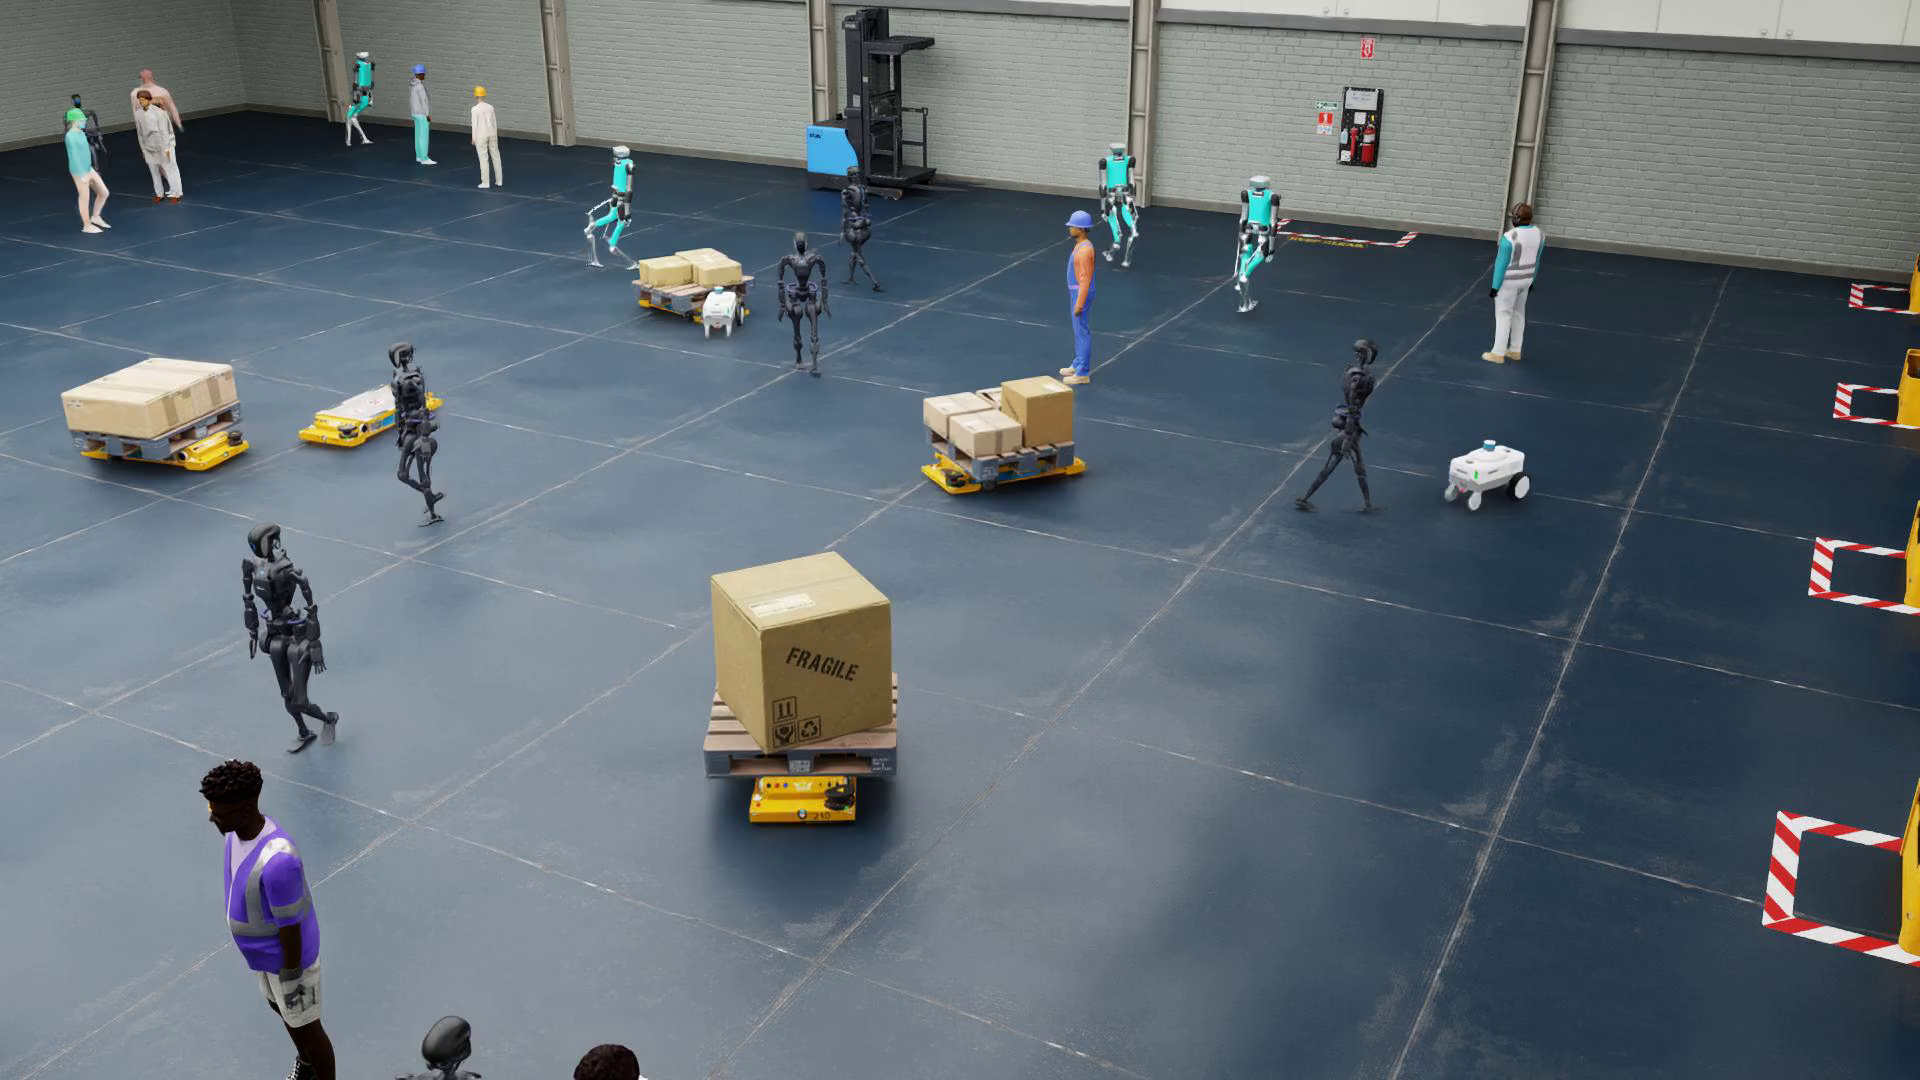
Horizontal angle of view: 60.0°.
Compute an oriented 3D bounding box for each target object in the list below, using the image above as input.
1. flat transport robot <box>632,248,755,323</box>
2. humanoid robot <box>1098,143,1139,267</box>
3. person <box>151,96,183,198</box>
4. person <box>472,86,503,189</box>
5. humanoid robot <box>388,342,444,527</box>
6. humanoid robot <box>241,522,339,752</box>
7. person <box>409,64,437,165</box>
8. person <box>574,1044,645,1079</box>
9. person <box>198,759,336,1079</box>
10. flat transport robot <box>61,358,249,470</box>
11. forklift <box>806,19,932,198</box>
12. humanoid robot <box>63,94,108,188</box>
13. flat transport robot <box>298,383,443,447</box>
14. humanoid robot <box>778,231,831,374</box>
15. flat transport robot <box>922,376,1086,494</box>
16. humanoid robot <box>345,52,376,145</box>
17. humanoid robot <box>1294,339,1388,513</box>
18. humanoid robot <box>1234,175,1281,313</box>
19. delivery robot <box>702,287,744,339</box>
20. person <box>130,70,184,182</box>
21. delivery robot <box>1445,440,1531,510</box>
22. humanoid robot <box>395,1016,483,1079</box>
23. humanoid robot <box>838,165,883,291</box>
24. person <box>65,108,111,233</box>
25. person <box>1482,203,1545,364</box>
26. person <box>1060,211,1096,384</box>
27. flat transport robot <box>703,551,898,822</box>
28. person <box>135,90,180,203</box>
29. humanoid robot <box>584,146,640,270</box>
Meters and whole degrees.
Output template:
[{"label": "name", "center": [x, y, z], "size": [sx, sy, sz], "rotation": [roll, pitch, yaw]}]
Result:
[{"label": "flat transport robot", "center": [-3.391, -3.013, 21.176], "size": [1.431, 0.231, 0.659], "rotation": [20, 30, 39]}, {"label": "humanoid robot", "center": [2.224, -4.543, 22.881], "size": [0.538, 1.722, 1.014], "rotation": [-6, 24, -13]}, {"label": "person", "center": [-13.187, -6.538, 27.643], "size": [0.307, 1.640, 0.513], "rotation": [-11, 26, -24]}, {"label": "person", "center": [-8.069, -6.842, 28.279], "size": [0.315, 1.698, 0.470], "rotation": [21, 31, 40]}, {"label": "humanoid robot", "center": [-4.747, -0.923, 14.526], "size": [0.350, 1.652, 0.612], "rotation": [-20, 30, -39]}, {"label": "humanoid robot", "center": [-4.411, 0.623, 10.926], "size": [0.609, 1.642, 0.375], "rotation": [8, 25, 18]}, {"label": "person", "center": [-9.819, -7.768, 30.362], "size": [0.388, 1.768, 0.543], "rotation": [-14, 27, -30]}, {"label": "person", "center": [-1.133, 2.601, 6.050], "size": [0.407, 1.904, 0.601], "rotation": [-6, 24, -13]}, {"label": "person", "center": [-3.159, 1.871, 7.678], "size": [0.371, 1.958, 0.596], "rotation": [-20, 30, -38]}, {"label": "flat transport robot", "center": [-7.822, -0.934, 16.336], "size": [1.431, 0.231, 0.659], "rotation": [7, 24, 15]}, {"label": "forklift", "center": [-1.573, -7.292, 27.850], "size": [1.873, 2.768, 1.129], "rotation": [12, 26, 25]}, {"label": "humanoid robot", "center": [-14.725, -6.684, 27.976], "size": [0.586, 1.633, 0.689], "rotation": [-18, 29, -36]}, {"label": "flat transport robot", "center": [-6.077, -1.300, 17.190], "size": [0.659, 0.231, 1.431], "rotation": [9, 25, 20]}, {"label": "humanoid robot", "center": [-1.743, -2.654, 18.584], "size": [0.598, 1.624, 0.687], "rotation": [-4, 24, -10]}, {"label": "flat transport robot", "center": [0.396, -0.741, 15.888], "size": [1.431, 0.231, 0.659], "rotation": [-11, 26, -24]}, {"label": "humanoid robot", "center": [-11.701, -8.534, 32.174], "size": [0.848, 1.777, 0.615], "rotation": [10, 25, 22]}, {"label": "humanoid robot", "center": [3.446, -0.995, 14.765], "size": [0.829, 1.617, 0.608], "rotation": [8, 25, 18]}, {"label": "humanoid robot", "center": [3.612, -3.611, 20.728], "size": [0.543, 1.771, 0.910], "rotation": [17, 29, 35]}, {"label": "delivery robot", "center": [-2.929, -2.794, 20.314], "size": [0.499, 0.602, 0.801], "rotation": [-1, 23, -1]}, {"label": "person", "center": [-13.868, -7.181, 28.837], "size": [0.723, 1.885, 0.544], "rotation": [-2, 23, -5]}, {"label": "delivery robot", "center": [4.846, -0.619, 15.258], "size": [0.786, 0.608, 0.499], "rotation": [-15, 28, -31]}, {"label": "humanoid robot", "center": [-1.960, 2.555, 6.443], "size": [0.595, 1.645, 0.523], "rotation": [3, 23, 7]}, {"label": "humanoid robot", "center": [-1.323, -4.132, 22.079], "size": [0.769, 1.645, 0.589], "rotation": [14, 27, 30]}, {"label": "person", "center": [-13.186, -5.553, 25.076], "size": [0.462, 1.858, 0.533], "rotation": [1, 23, 2]}, {"label": "person", "center": [6.311, -2.930, 19.000], "size": [0.627, 1.841, 0.429], "rotation": [-13, 26, -27]}, {"label": "person", "center": [1.314, -2.672, 18.306], "size": [0.362, 1.910, 0.516], "rotation": [0, 23, -1]}, {"label": "flat transport robot", "center": [-1.014, 1.393, 10.921], "size": [0.659, 0.231, 1.431], "rotation": [-1, 23, -2]}, {"label": "person", "center": [-13.126, -6.407, 27.121], "size": [0.511, 1.824, 0.368], "rotation": [1, 23, 1]}, {"label": "humanoid robot", "center": [-4.863, -4.458, 22.764], "size": [1.024, 1.774, 0.532], "rotation": [-16, 28, -32]}]
